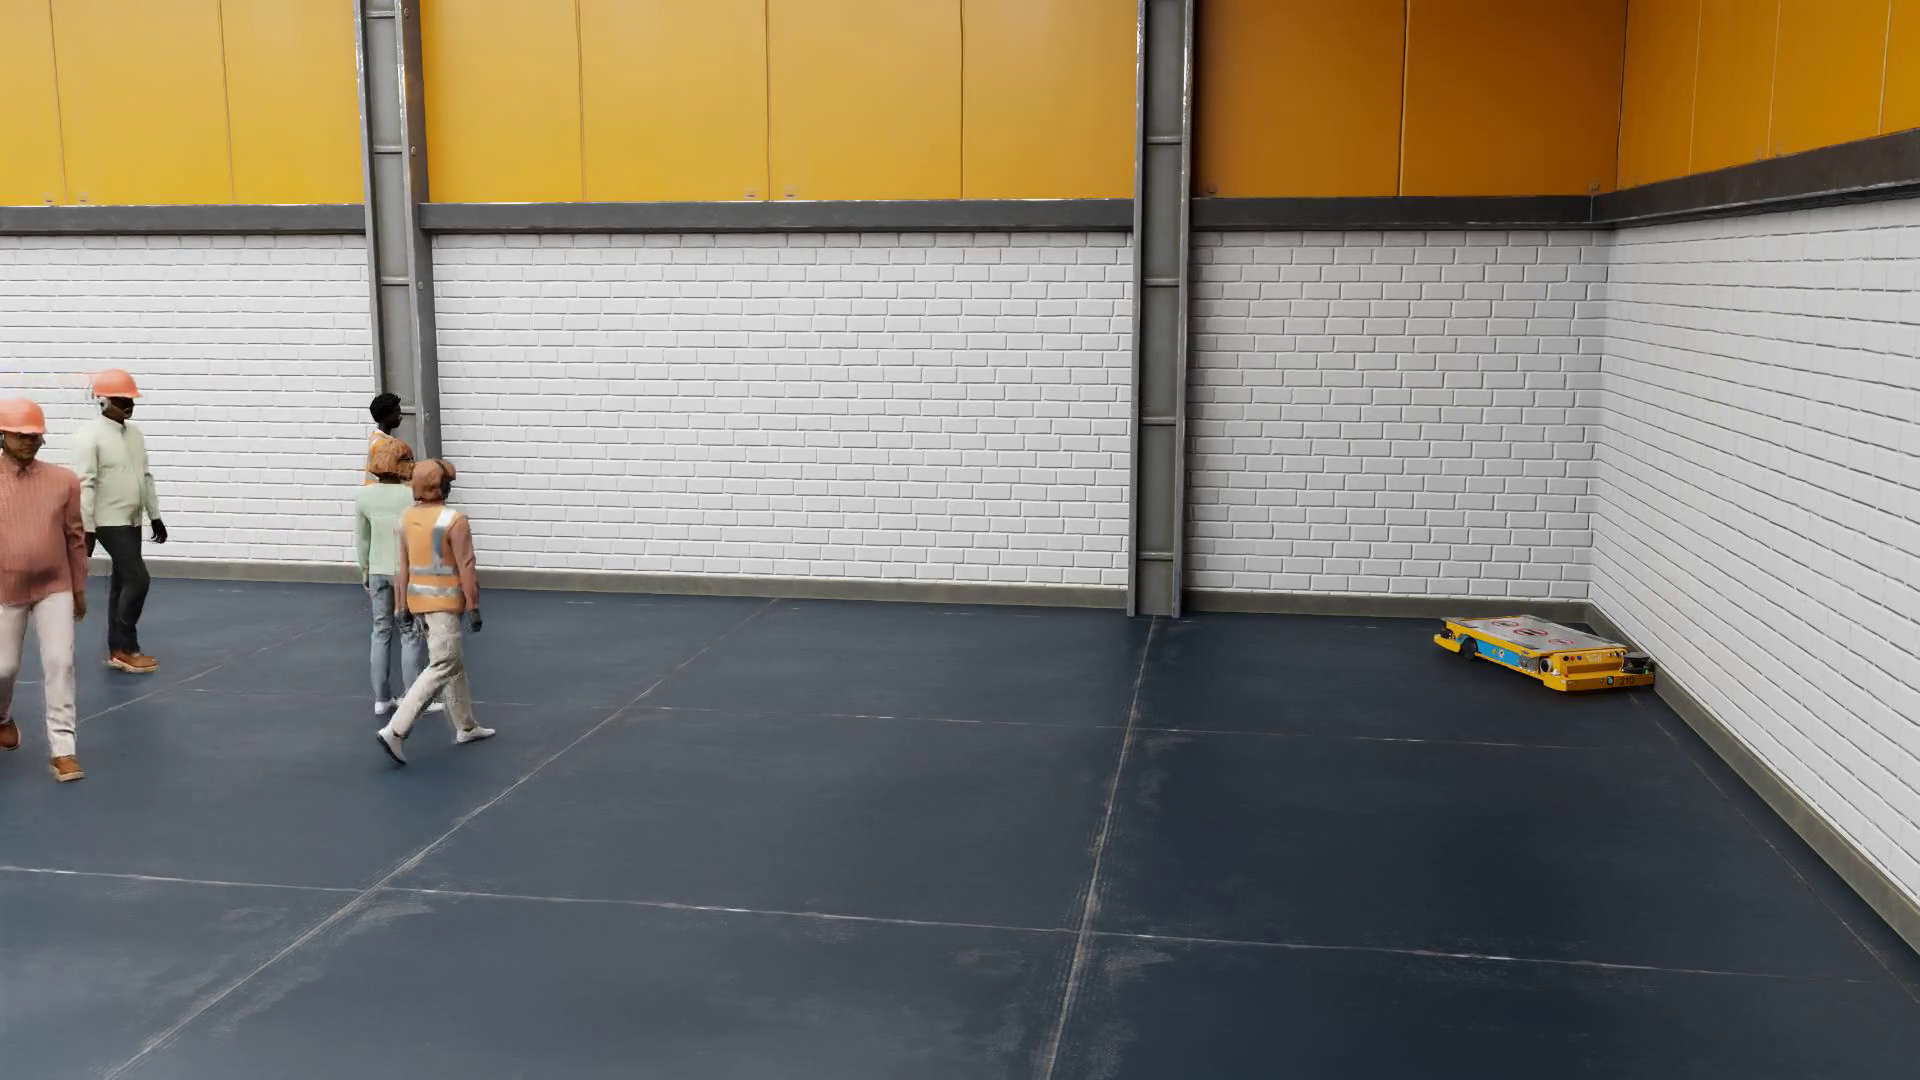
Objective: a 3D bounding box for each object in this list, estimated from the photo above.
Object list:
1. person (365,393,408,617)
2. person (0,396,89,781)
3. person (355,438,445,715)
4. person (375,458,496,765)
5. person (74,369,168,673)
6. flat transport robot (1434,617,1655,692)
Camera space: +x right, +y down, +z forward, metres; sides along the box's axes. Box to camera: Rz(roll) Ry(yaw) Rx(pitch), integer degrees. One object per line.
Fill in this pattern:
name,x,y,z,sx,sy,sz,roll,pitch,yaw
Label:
person,-4.341,-0.267,12.582,0.321,1.691,0.534,-3,10,-17
person,-4.850,0.233,8.609,0.626,1.972,0.832,-8,12,-42
person,-3.293,0.220,9.746,0.507,1.632,0.268,3,10,20
person,-2.836,0.369,8.892,0.520,1.608,0.750,7,11,35
person,-5.375,-0.122,10.801,0.590,1.975,0.631,0,9,2
flat transport robot,3.791,0.714,10.887,0.652,0.197,1.431,-3,10,-17
